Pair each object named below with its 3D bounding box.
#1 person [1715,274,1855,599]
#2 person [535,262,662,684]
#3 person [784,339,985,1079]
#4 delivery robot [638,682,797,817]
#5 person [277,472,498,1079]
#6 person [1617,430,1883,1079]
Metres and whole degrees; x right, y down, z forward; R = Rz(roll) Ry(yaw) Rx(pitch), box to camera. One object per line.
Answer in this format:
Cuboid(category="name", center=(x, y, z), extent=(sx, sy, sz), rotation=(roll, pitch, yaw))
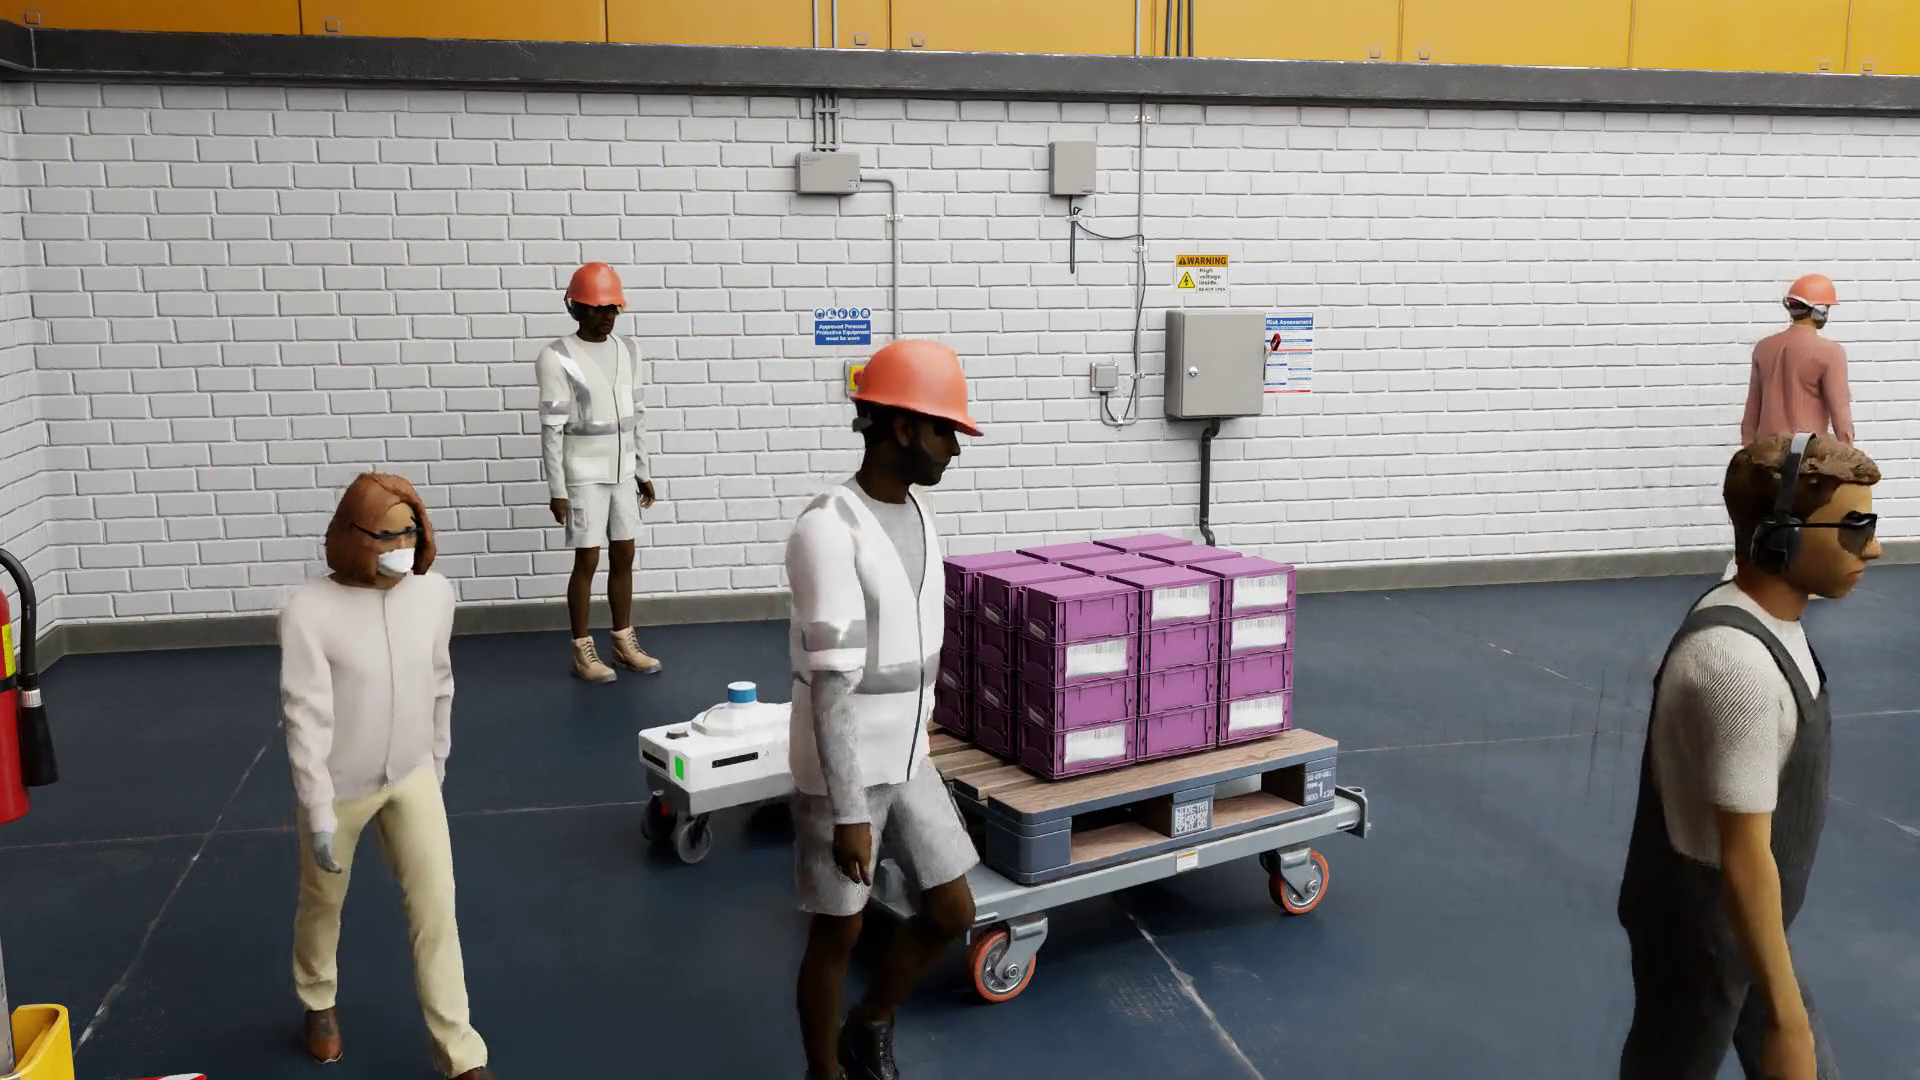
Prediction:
Cuboid(category="person", center=(4.828, -0.563, 9.641), extent=(1.041, 1.948, 0.632), rotation=(-3, 11, -16))
Cuboid(category="person", center=(-1.724, -0.313, 8.017), extent=(0.409, 2.028, 0.618), rotation=(8, 13, 36))
Cuboid(category="person", center=(-0.193, 0.509, 3.761), extent=(0.432, 1.908, 0.594), rotation=(7, 12, 34))
Cuboid(category="delivery robot", center=(-0.775, 0.750, 5.932), extent=(0.707, 0.478, 0.477), rotation=(-7, 13, -36))
Cuboid(category="person", center=(-1.453, 0.608, 4.126), extent=(0.879, 1.577, 0.510), rotation=(9, 14, 41))
Cuboid(category="person", center=(1.446, 0.723, 2.851), extent=(0.891, 1.806, 0.545), rotation=(6, 12, 31))
